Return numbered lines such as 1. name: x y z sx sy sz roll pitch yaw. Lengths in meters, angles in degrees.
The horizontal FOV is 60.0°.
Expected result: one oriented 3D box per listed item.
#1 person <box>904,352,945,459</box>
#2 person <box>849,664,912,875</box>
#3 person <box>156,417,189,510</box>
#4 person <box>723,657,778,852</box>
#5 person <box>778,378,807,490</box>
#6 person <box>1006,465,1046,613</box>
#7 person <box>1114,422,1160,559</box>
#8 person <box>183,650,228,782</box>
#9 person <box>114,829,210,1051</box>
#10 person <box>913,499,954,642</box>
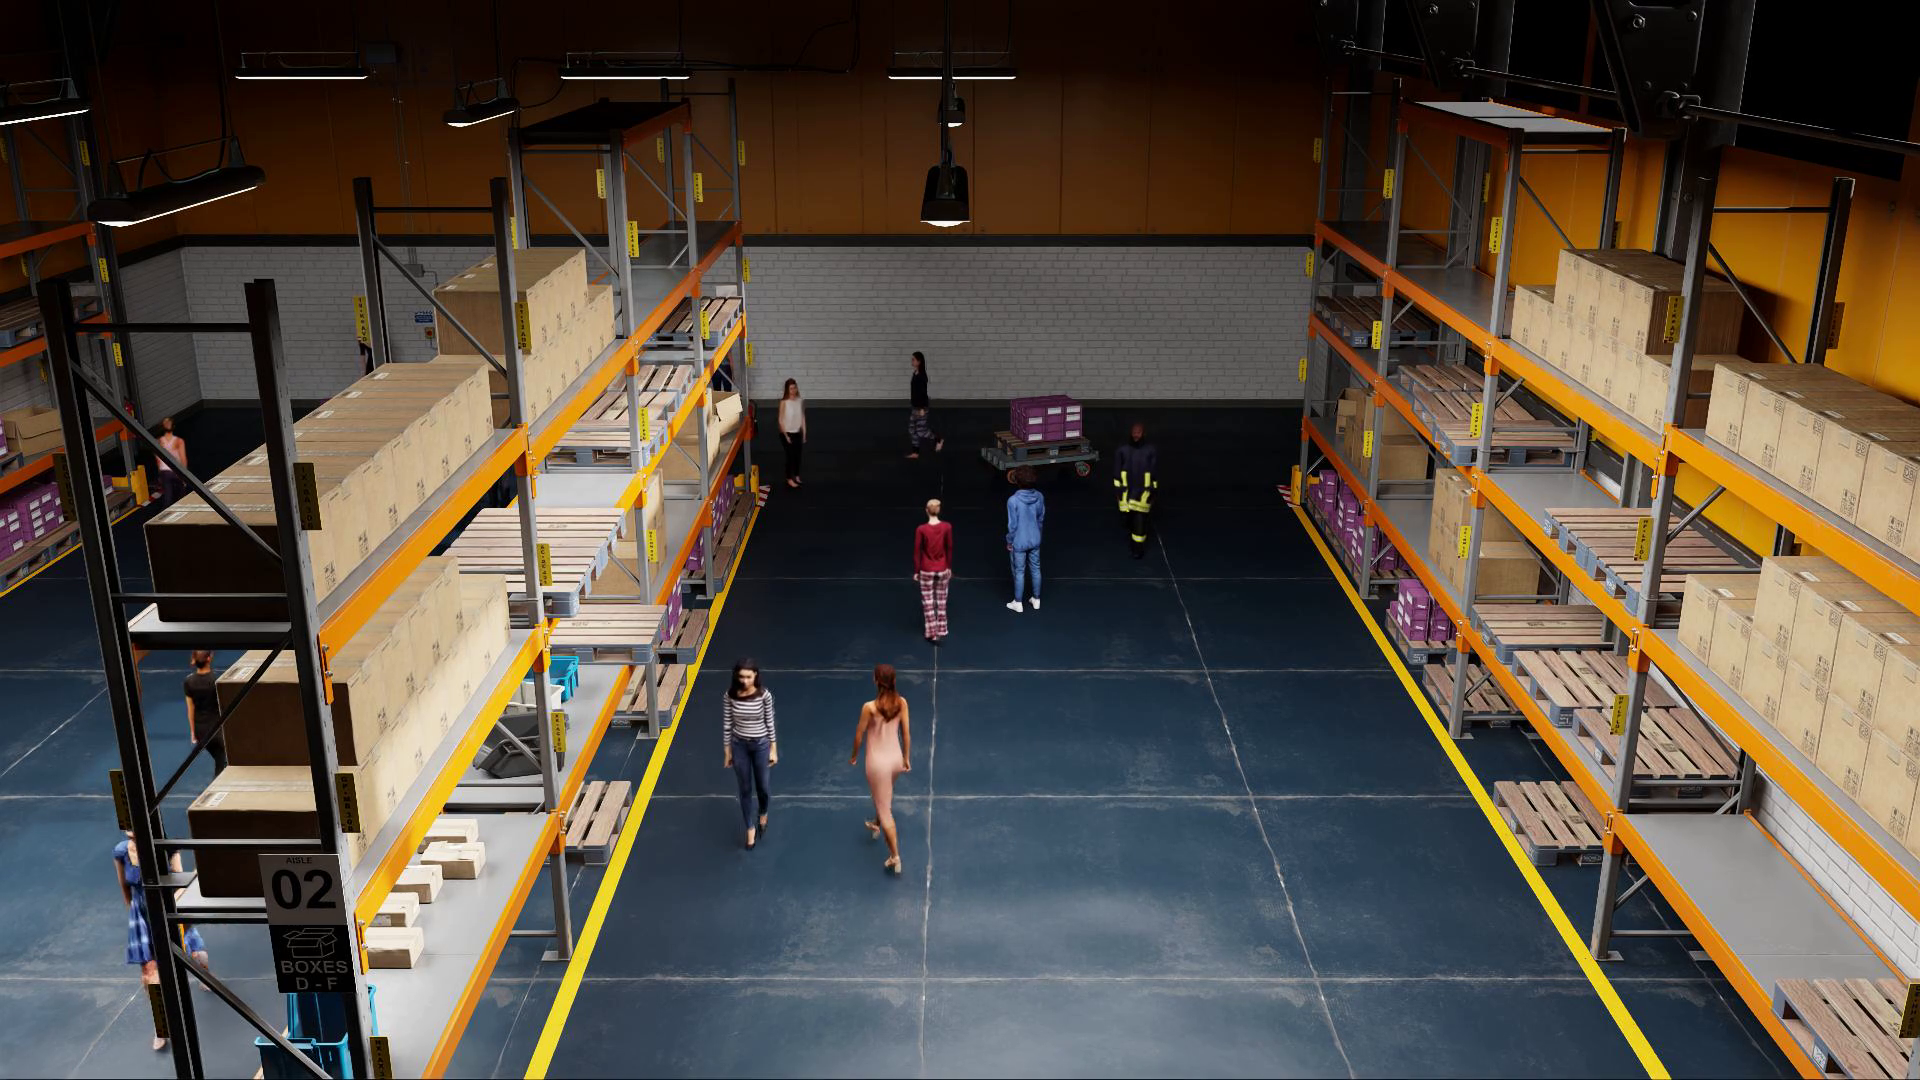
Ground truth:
1. person: -0.567 -2.129 26.347 0.865 1.717 0.923 -7 20 -20
2. person: -0.599 1.963 14.078 0.941 1.793 1.140 -11 21 -29
3. person: -10.787 -0.876 22.767 0.768 1.628 1.018 -6 20 -17
4. person: -1.814 1.830 14.488 0.600 1.783 0.654 0 19 -1
5. person: -2.554 -1.572 24.732 0.829 1.692 0.773 17 25 41
6. person: 0.786 -0.028 19.960 0.756 1.811 0.733 -9 20 -24
7. person: 2.335 -0.695 21.949 0.870 1.807 1.029 4 19 12
8. person: -6.717 1.757 14.935 0.660 1.635 1.108 2 19 6
9. person: -5.697 2.699 11.903 0.719 1.786 1.039 -2 19 -5
10. person: -0.298 0.329 19.063 0.707 1.706 0.708 -6 20 -18
